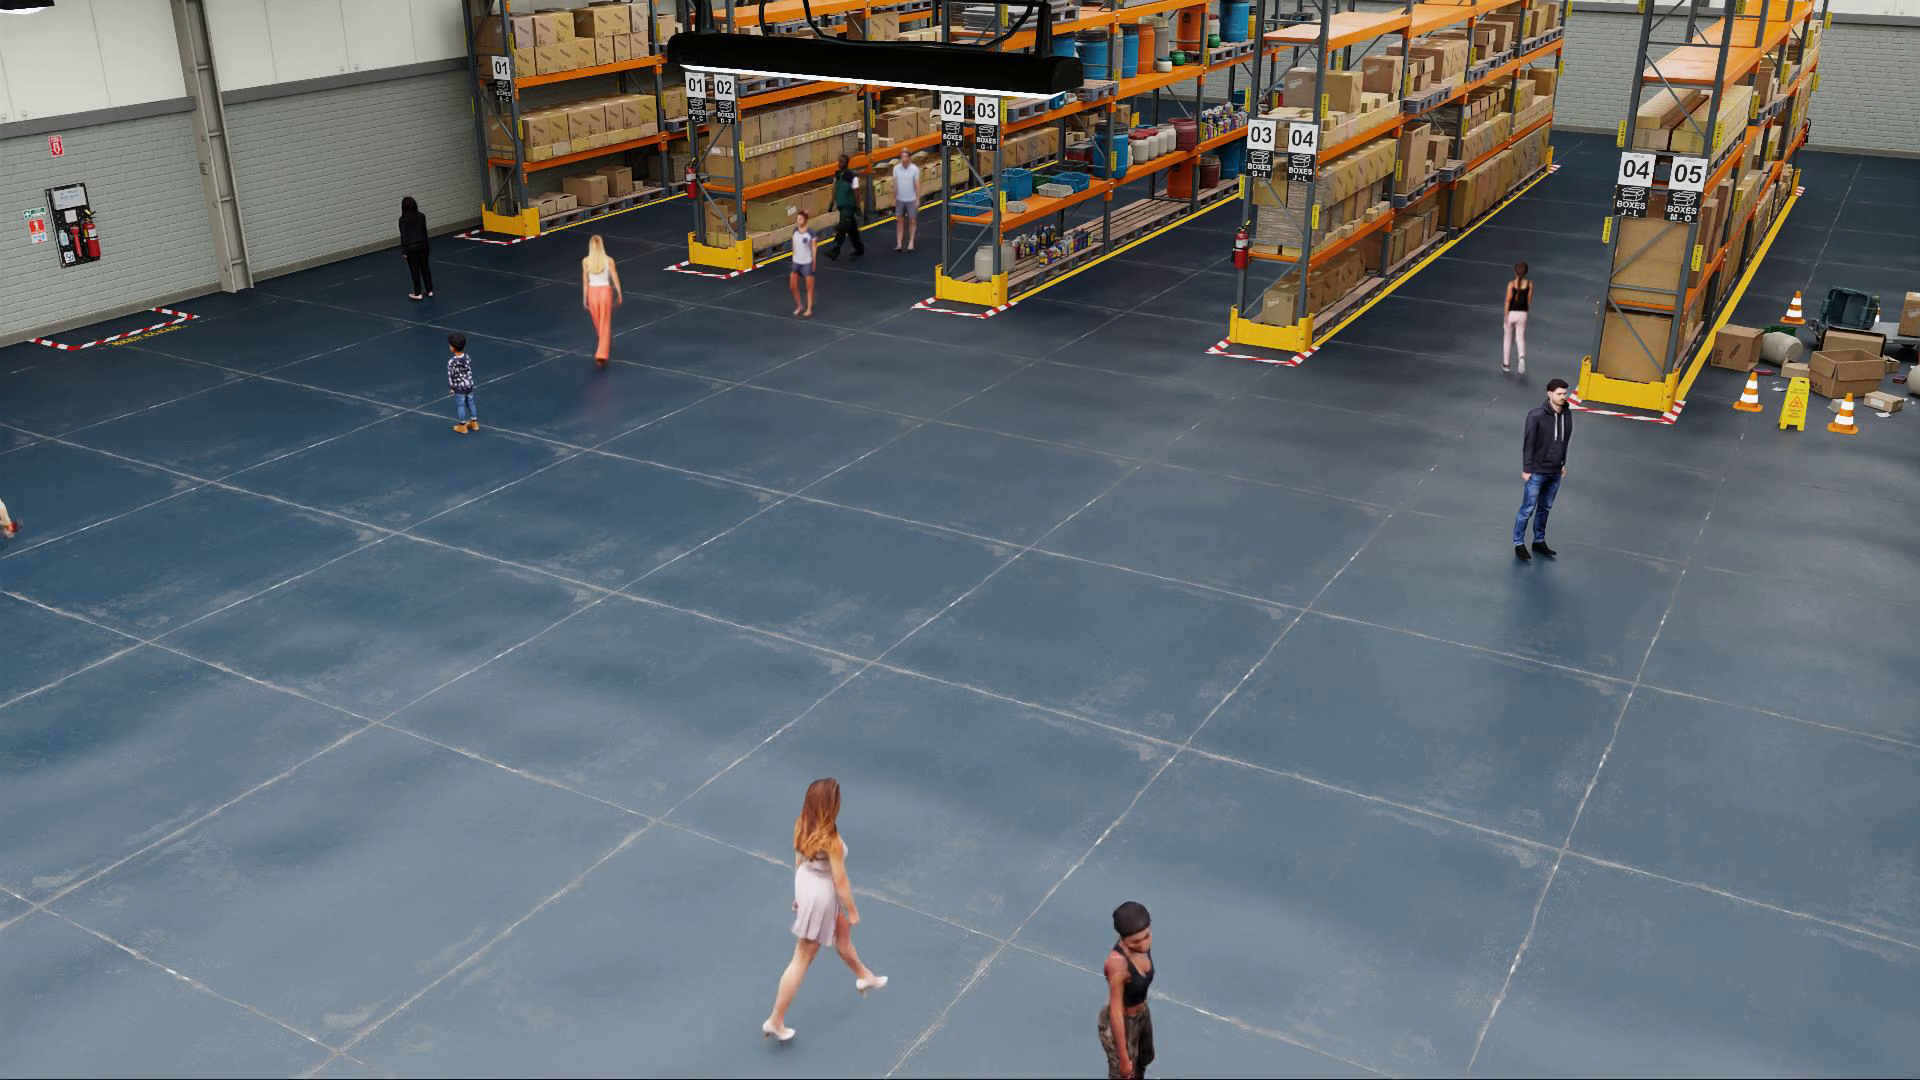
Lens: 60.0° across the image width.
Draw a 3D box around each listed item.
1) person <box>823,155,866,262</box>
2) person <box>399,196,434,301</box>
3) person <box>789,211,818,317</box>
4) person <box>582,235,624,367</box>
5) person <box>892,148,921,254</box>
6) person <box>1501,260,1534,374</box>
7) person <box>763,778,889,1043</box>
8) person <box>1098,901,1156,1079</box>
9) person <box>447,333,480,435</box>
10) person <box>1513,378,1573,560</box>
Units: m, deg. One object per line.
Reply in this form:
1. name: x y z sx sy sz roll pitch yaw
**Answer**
1. person: -1.881 -5.708 28.637 1.268 1.783 0.950 -19 29 -37
2. person: -8.601 -4.625 26.304 0.725 1.617 0.582 16 28 33
3. person: -2.349 -4.228 25.371 0.610 1.616 0.621 9 25 20
4. person: -4.966 -3.253 22.920 1.069 1.740 1.368 1 23 3
5. person: -0.911 -5.973 29.242 0.947 1.798 1.185 3 23 8
6. person: 7.588 -3.006 22.579 0.717 1.552 0.897 1 23 4
7. person: -0.919 2.269 9.978 1.213 1.706 0.896 -15 28 -32
8. person: 0.910 2.652 9.109 0.930 1.681 0.460 7 24 16
9. person: -6.123 -1.935 20.446 0.578 1.250 0.458 17 28 34
10. person: 5.896 -0.739 16.809 0.734 1.895 0.818 -8 24 -19
